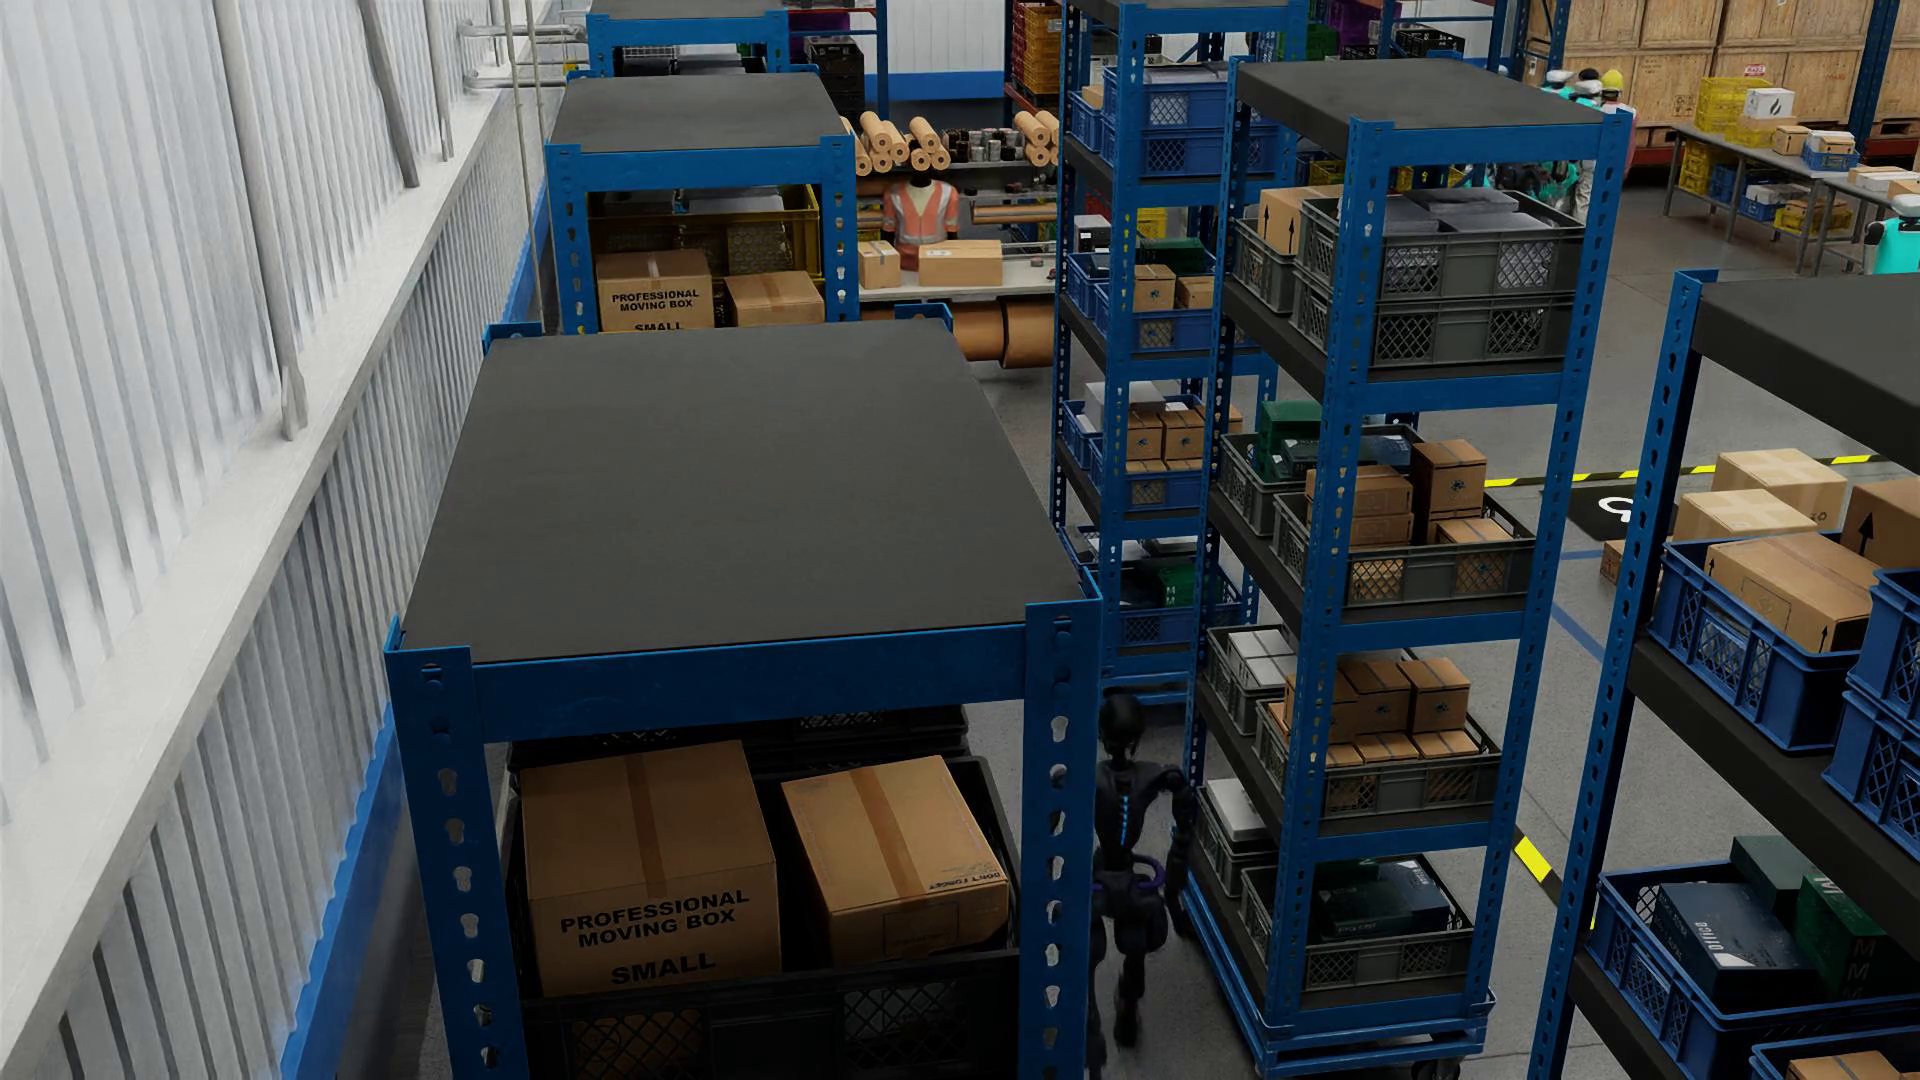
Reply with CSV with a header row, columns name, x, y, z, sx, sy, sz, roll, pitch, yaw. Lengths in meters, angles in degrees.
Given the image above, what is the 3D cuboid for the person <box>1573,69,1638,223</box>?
name,x,y,z,sx,sy,sz,roll,pitch,yaw
person,6.369,-3.736,16.542,0.589,1.837,0.404,8,26,18

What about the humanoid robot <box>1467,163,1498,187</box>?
name,x,y,z,sx,sy,sz,roll,pitch,yaw
humanoid robot,5.392,-3.934,17.159,0.607,1.656,0.345,-7,25,-14

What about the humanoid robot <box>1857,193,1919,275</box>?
name,x,y,z,sx,sy,sz,roll,pitch,yaw
humanoid robot,6.648,-1.545,11.734,0.533,1.681,0.735,1,25,2

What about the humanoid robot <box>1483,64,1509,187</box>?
name,x,y,z,sx,sy,sz,roll,pitch,yaw
humanoid robot,5.464,-3.930,17.171,0.553,1.864,0.699,-5,25,-10

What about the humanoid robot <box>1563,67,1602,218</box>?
name,x,y,z,sx,sy,sz,roll,pitch,yaw
humanoid robot,6.732,-4.198,17.780,0.600,1.644,0.663,-19,31,-36

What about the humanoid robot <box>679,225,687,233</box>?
name,x,y,z,sx,sy,sz,roll,pitch,yaw
humanoid robot,-2.045,-1.274,11.303,0.553,1.754,0.840,6,25,13

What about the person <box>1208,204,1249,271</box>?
name,x,y,z,sx,sy,sz,roll,pitch,yaw
person,2.547,-3.336,15.429,0.392,2.042,0.609,-8,26,-18

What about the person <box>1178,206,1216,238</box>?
name,x,y,z,sx,sy,sz,roll,pitch,yaw
person,2.258,-3.387,15.778,0.429,1.844,0.621,-22,33,-39

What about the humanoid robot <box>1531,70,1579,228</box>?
name,x,y,z,sx,sy,sz,roll,pitch,yaw
humanoid robot,6.219,-3.977,17.210,0.541,1.782,0.848,23,33,40

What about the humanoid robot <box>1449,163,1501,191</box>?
name,x,y,z,sx,sy,sz,roll,pitch,yaw
humanoid robot,5.144,-3.656,16.461,0.537,1.754,0.703,-6,25,-13

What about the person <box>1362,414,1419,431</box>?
name,x,y,z,sx,sy,sz,roll,pitch,yaw
person,1.944,0.187,7.998,0.594,1.852,0.366,-3,25,-6

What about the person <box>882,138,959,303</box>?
name,x,y,z,sx,sy,sz,roll,pitch,yaw
person,-0.304,-2.156,12.966,0.602,1.957,0.365,0,25,0

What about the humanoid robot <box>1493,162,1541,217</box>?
name,x,y,z,sx,sy,sz,roll,pitch,yaw
humanoid robot,4.998,-2.842,14.869,0.804,1.642,0.588,-13,28,-27

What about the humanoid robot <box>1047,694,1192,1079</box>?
name,x,y,z,sx,sy,sz,roll,pitch,yaw
humanoid robot,0.509,1.252,5.913,0.599,1.640,0.684,-3,25,-6

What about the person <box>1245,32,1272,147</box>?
name,x,y,z,sx,sy,sz,roll,pitch,yaw
person,3.376,-5.011,19.259,0.340,1.882,0.579,17,30,32

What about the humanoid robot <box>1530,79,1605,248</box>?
name,x,y,z,sx,sy,sz,roll,pitch,yaw
humanoid robot,5.928,-3.708,16.525,0.535,1.741,0.675,-21,32,-39
